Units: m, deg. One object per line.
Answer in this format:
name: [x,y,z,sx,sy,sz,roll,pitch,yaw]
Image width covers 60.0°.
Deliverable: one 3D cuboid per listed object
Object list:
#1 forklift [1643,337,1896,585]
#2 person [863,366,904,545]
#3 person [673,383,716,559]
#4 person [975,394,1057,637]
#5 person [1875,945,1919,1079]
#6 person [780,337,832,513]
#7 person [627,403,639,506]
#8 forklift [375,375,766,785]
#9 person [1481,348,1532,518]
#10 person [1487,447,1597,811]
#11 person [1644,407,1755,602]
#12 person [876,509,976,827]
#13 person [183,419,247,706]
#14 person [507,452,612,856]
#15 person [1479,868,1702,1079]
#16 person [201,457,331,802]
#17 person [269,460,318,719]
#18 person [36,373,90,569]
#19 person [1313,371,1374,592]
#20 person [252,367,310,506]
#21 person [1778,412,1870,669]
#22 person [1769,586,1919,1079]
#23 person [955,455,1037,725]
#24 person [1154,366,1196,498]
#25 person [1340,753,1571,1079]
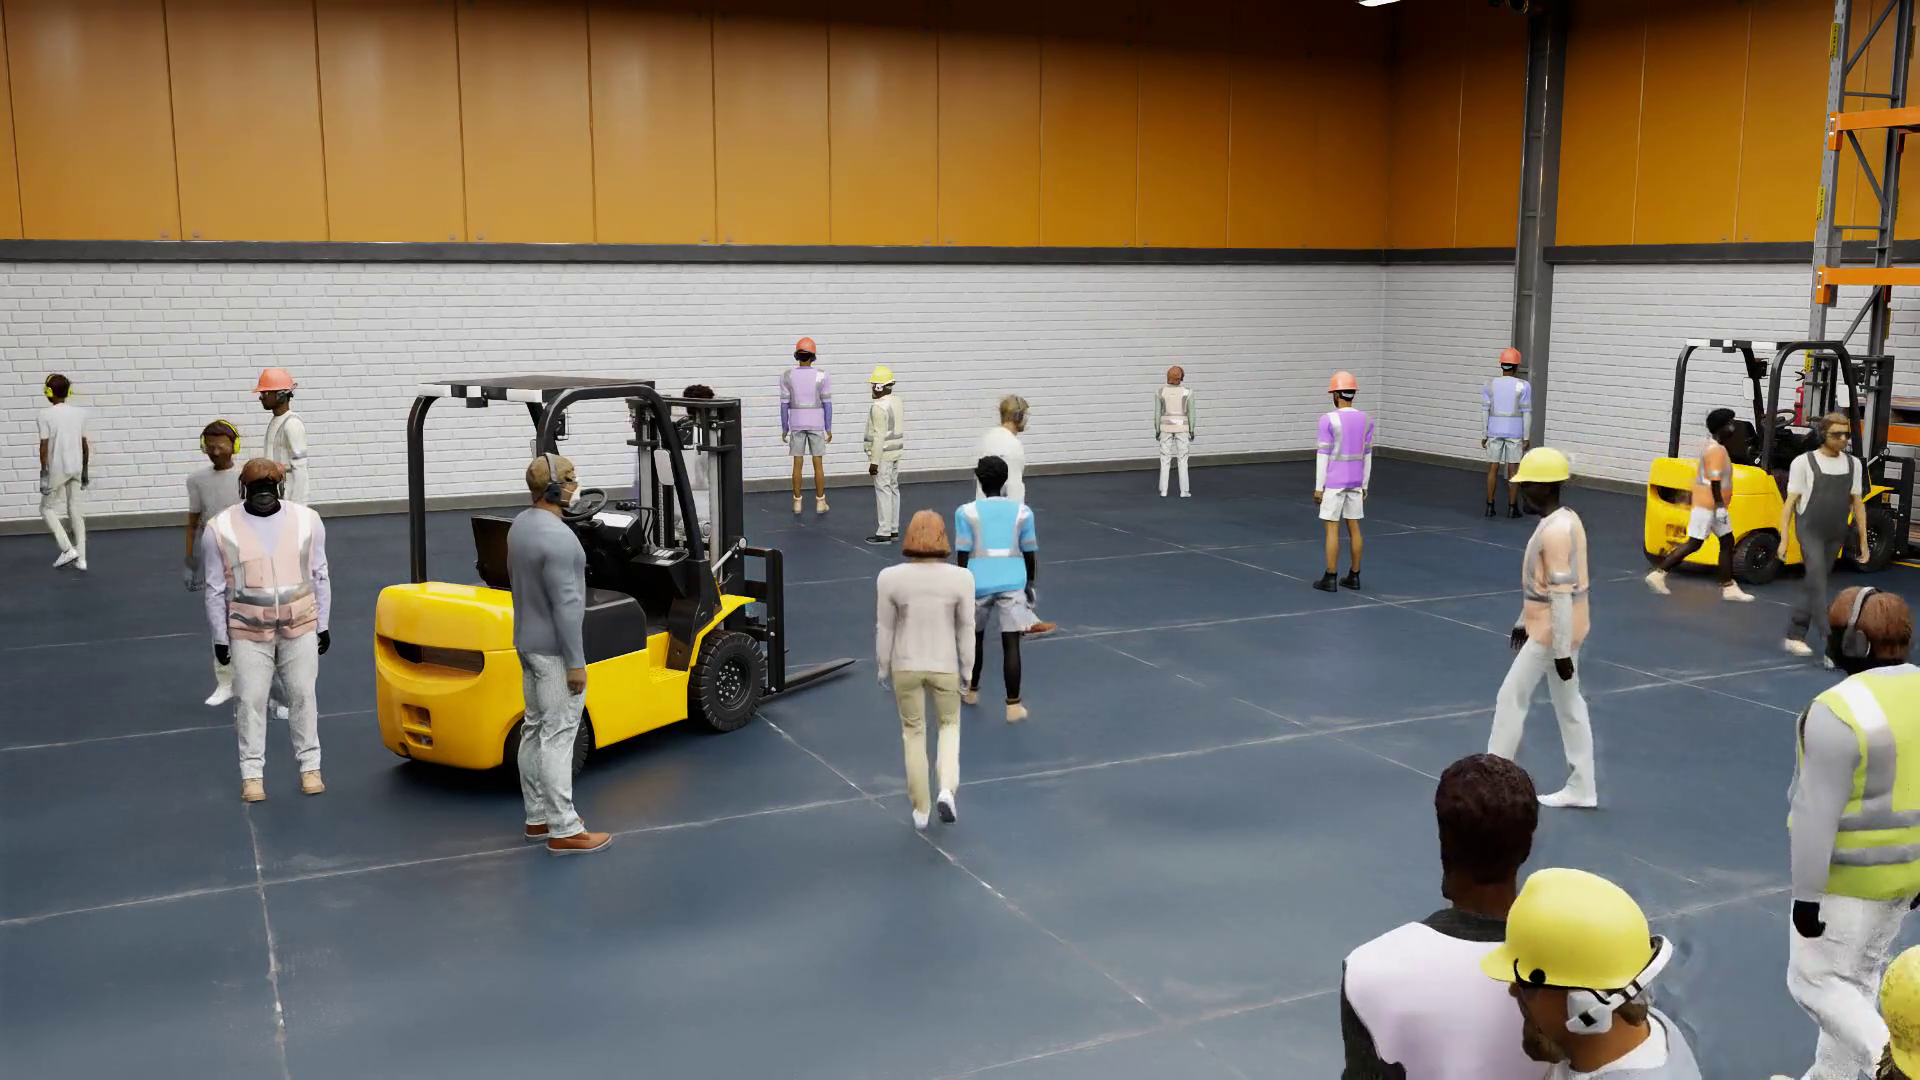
forklift: [7.551,-0.789,15.507,2.313,2.155,1.214,-4,10,-25]
person: [-0.793,-0.869,17.122,0.403,1.833,0.591,3,10,18]
person: [-1.975,-0.198,12.548,0.613,1.961,0.368,6,11,32]
person: [0.261,-0.148,12.505,0.948,1.901,0.674,-2,9,-11]
person: [1.730,1.494,2.870,0.627,1.704,0.343,-1,9,-6]
person: [-1.776,-1.321,19.272,0.605,2.044,0.375,0,9,1]
person: [-2.368,-0.231,13.221,0.651,1.819,0.581,-3,10,-18]
forklift: [-2.268,0.149,9.685,1.214,2.155,2.313,6,11,32]
person: [6.218,-1.214,18.935,0.552,1.937,0.356,5,11,30]
person: [2.955,0.462,8.656,0.860,1.892,0.603,5,10,27]
person: [6.327,-0.307,14.160,0.830,1.665,0.529,5,10,29]
person: [-0.174,0.656,8.328,0.499,1.621,0.390,0,9,-1]
person: [-4.740,0.146,10.757,0.576,1.852,0.372,-1,9,-4]
person: [-1.963,0.543,8.029,0.370,1.940,0.627,-6,11,-34]
person: [1.116,1.444,2.971,0.973,1.768,0.599,3,10,20]
person: [-3.654,0.472,8.823,0.618,1.836,0.431,-5,11,-30]
person: [-4.273,0.308,10.457,0.397,1.618,0.531,-1,9,-9]
person: [-8.413,-0.632,15.587,0.433,1.851,0.550,5,10,28]
person: [3.342,-0.510,14.602,0.540,1.929,0.380,-4,10,-24]
person: [-5.384,-0.348,13.237,0.373,2.043,0.615,-7,11,-36]
person: [6.176,0.006,11.786,0.540,1.798,0.937,-1,9,-7]
person: [2.889,1.058,5.222,0.635,1.823,0.655,-5,10,-27]
person: [0.227,0.297,10.473,0.546,1.644,0.735,-2,9,-10]
person: [2.658,-1.330,20.576,0.510,1.640,0.308,3,10,16]
person: [1.012,1.350,3.196,0.586,1.884,0.877,0,9,1]
